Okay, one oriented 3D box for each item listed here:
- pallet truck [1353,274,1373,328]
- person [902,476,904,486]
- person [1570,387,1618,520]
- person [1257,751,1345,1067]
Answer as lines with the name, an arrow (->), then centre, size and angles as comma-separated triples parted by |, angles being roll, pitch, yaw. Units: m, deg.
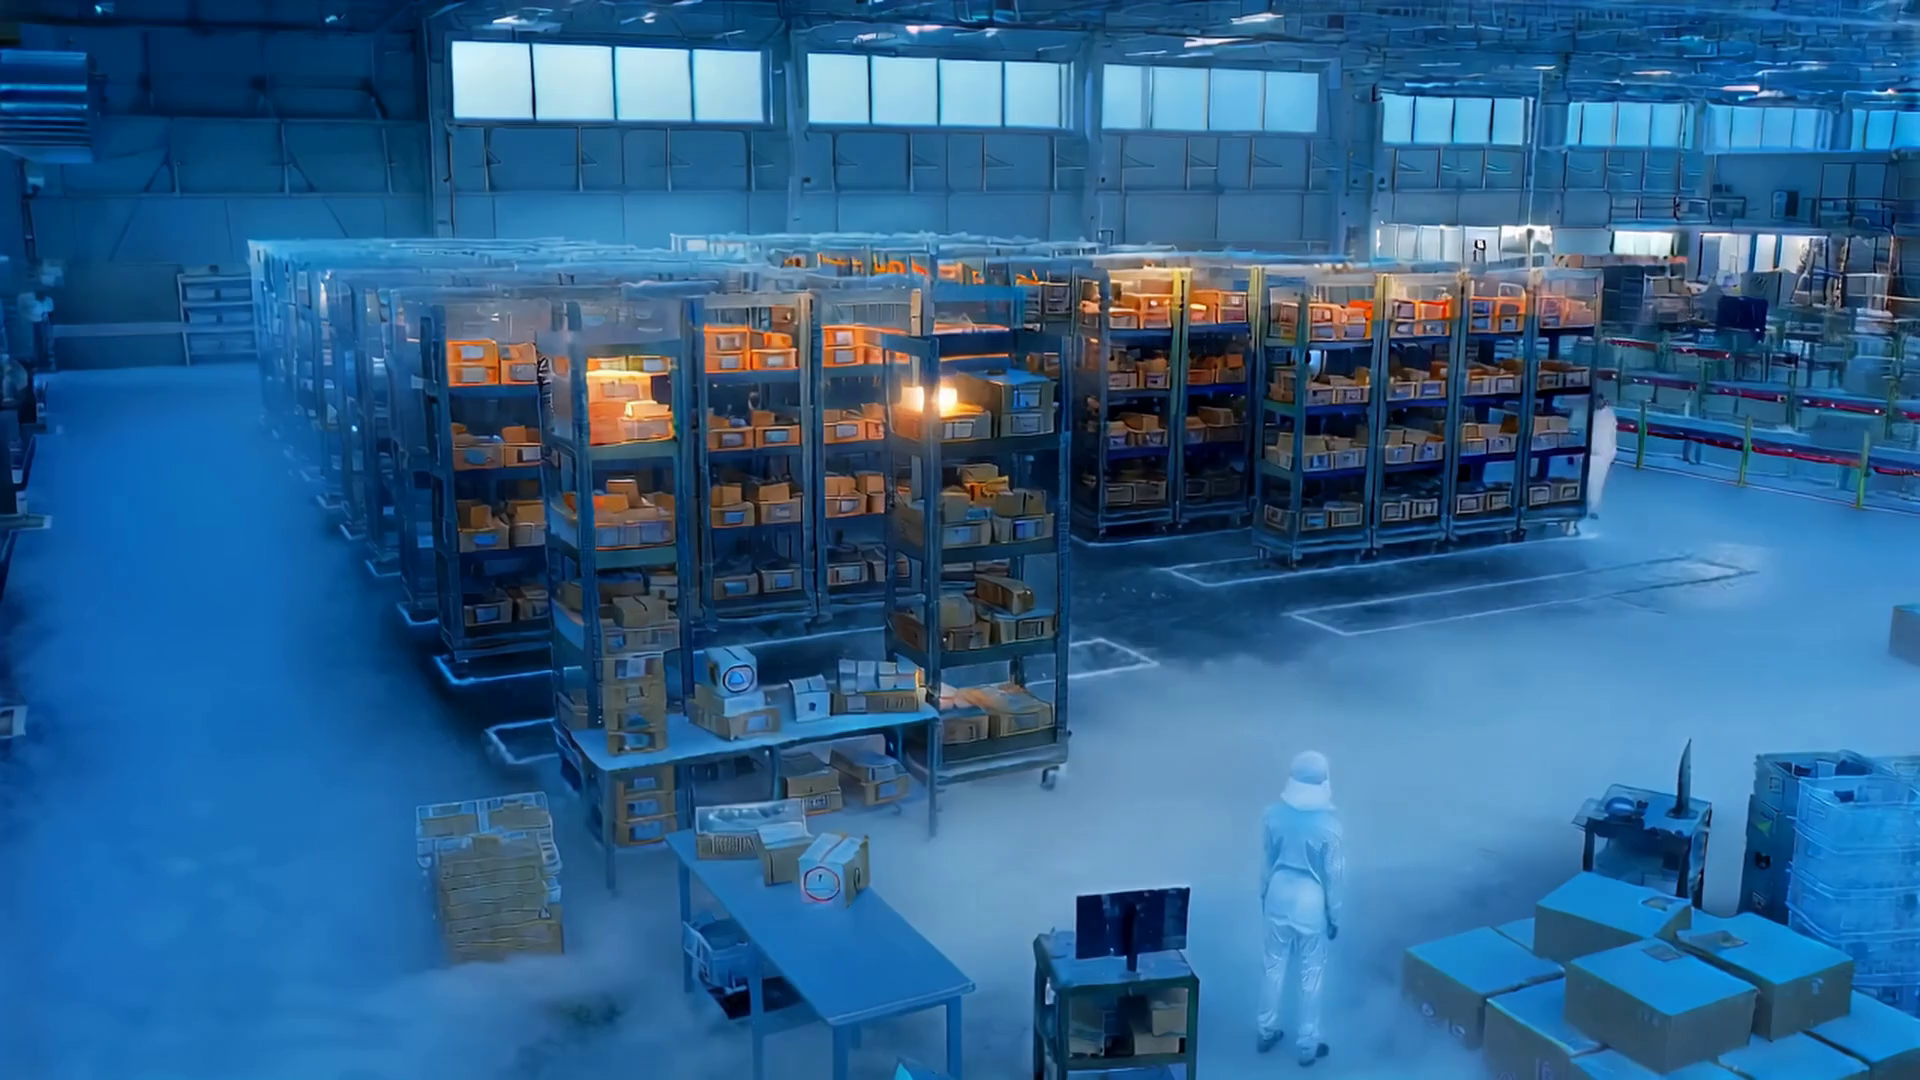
pallet truck -> 13.011, -8.050, 55.243 | 0.823, 1.965, 1.885 | -7, 14, -28
person -> -1.031, -1.524, 25.064 | 0.566, 1.850, 0.389 | 11, 16, 42
person -> 8.989, -1.228, 23.597 | 0.651, 1.893, 0.443 | 0, 12, -2
person -> 1.839, 1.974, 8.981 | 0.480, 1.734, 0.333 | 8, 14, 32
